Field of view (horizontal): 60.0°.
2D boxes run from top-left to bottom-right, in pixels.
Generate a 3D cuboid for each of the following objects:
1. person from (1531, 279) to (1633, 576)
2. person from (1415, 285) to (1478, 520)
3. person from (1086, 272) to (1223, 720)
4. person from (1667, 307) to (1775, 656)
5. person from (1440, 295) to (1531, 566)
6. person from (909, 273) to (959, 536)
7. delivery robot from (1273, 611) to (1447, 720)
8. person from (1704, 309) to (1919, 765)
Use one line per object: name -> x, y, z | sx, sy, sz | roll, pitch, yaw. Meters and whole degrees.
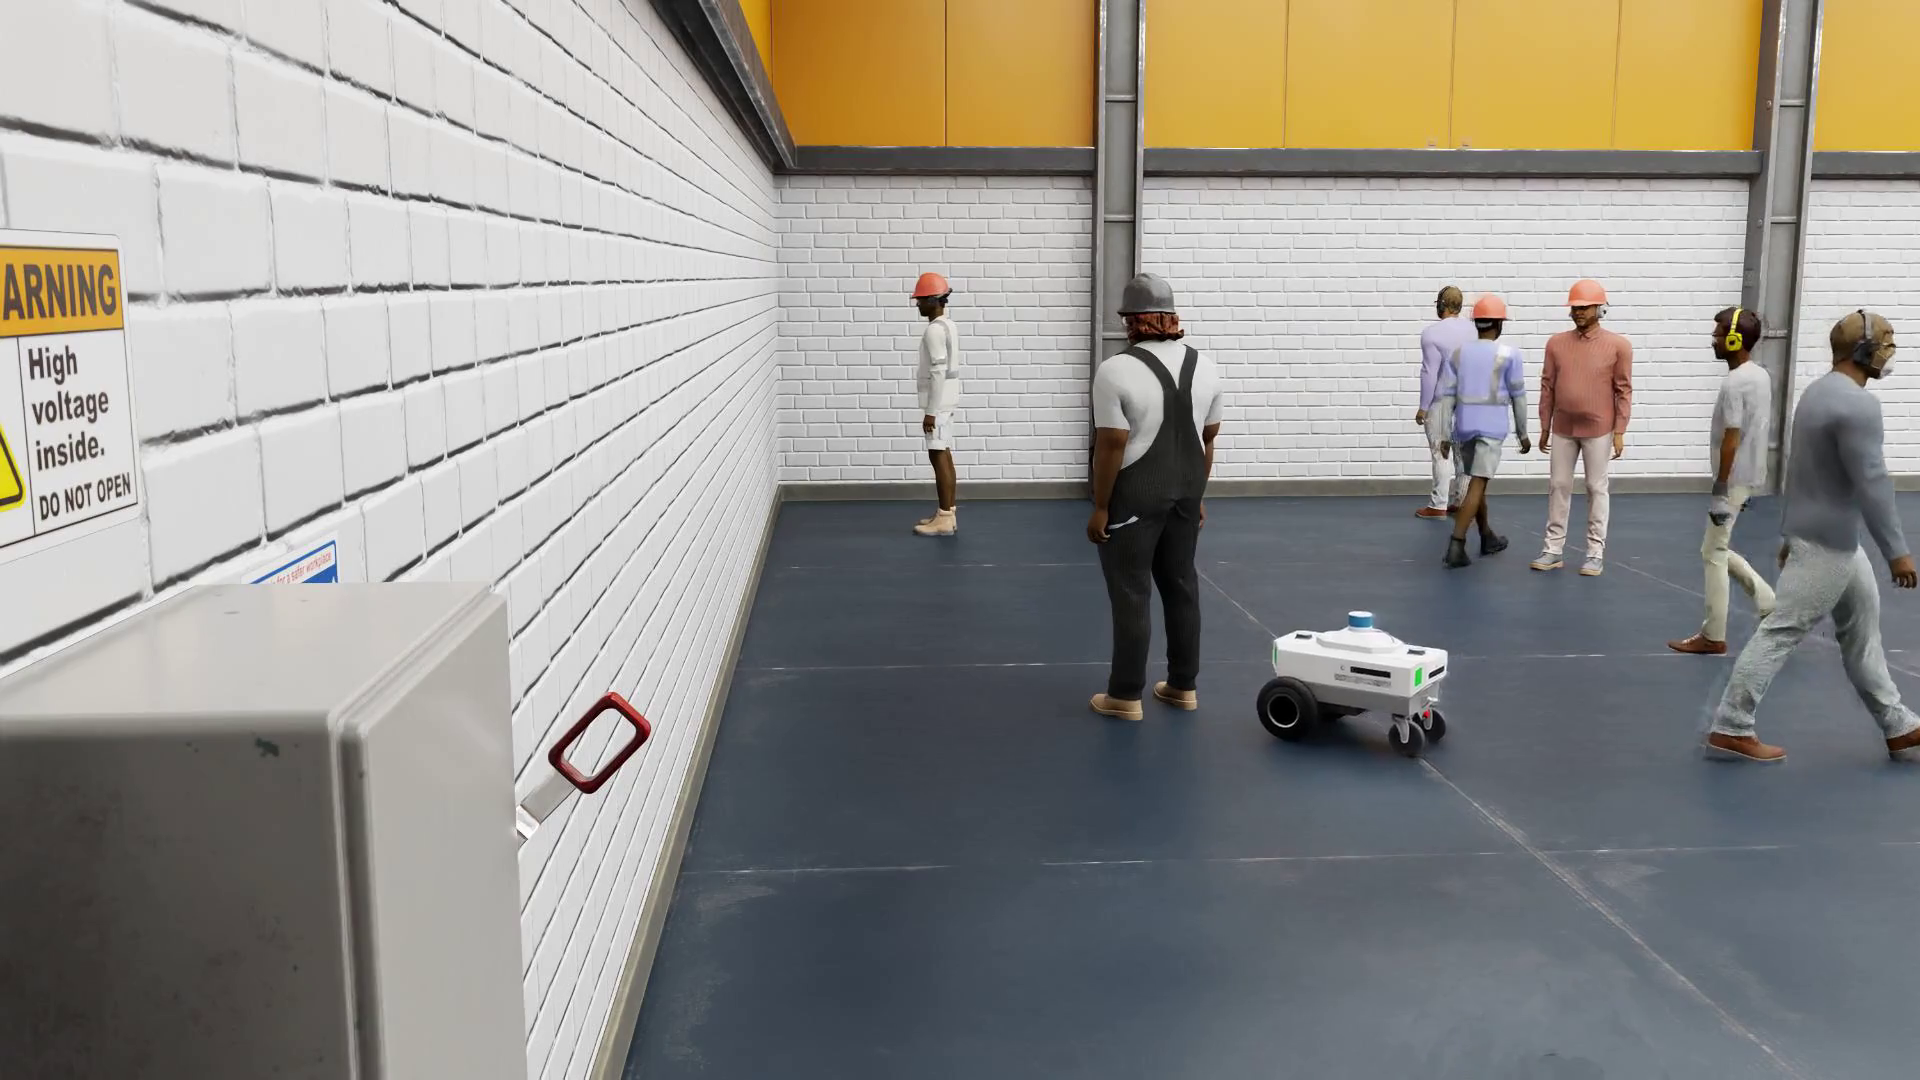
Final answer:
person -> 4.205, -0.756, 11.250 | 0.612, 1.994, 0.395 | 8, 12, 42
person -> 4.032, -1.129, 13.767 | 0.627, 1.940, 0.376 | -5, 10, -27
person -> 0.835, -0.207, 7.657 | 0.688, 2.000, 0.535 | -6, 11, -32
person -> 4.080, -0.289, 8.734 | 0.507, 1.860, 0.538 | 8, 12, 40
person -> 3.666, -0.770, 11.706 | 1.003, 1.891, 0.544 | -8, 12, -41
person -> -0.207, -1.053, 12.967 | 0.389, 2.039, 0.616 | 1, 9, 9
delivery robot -> 1.734, 0.555, 7.229 | 0.707, 0.478, 0.477 | 7, 11, 36
person -> 3.610, 0.012, 6.786 | 1.036, 1.881, 0.653 | 3, 9, 17
